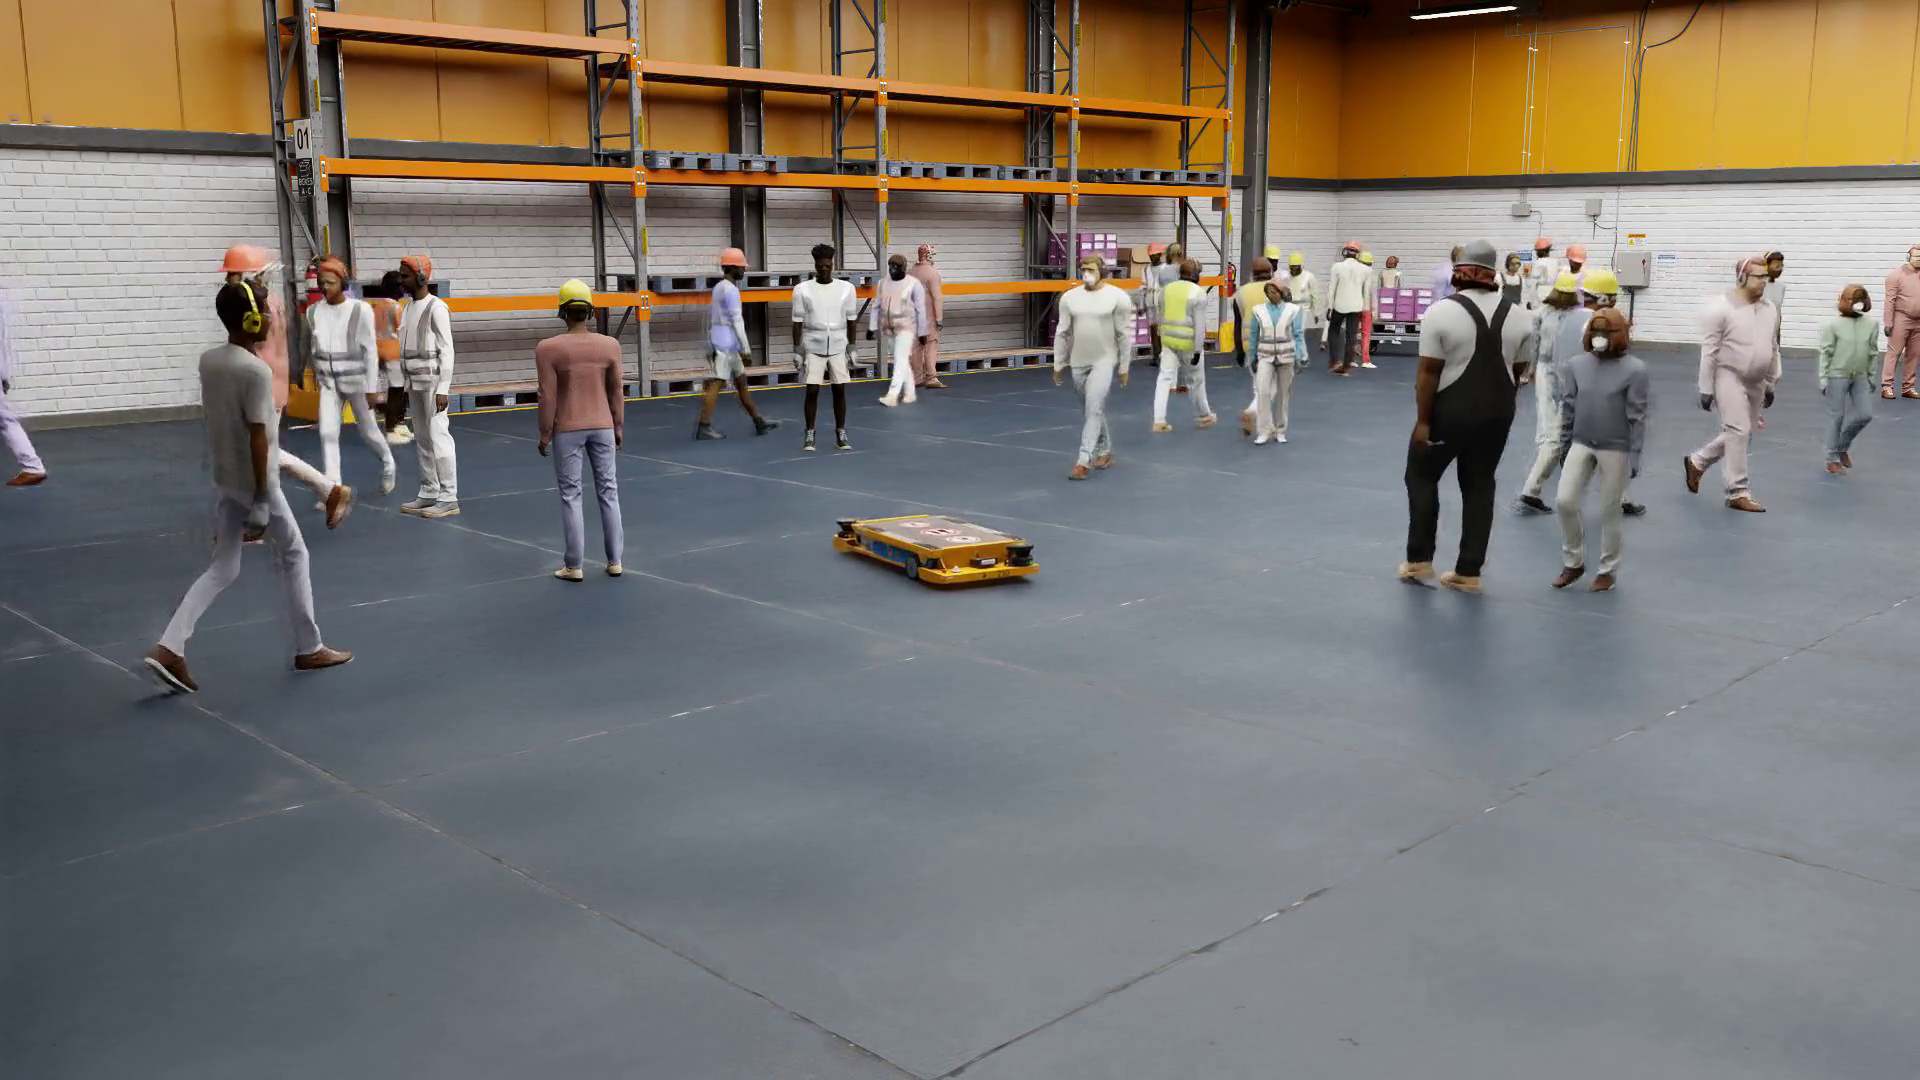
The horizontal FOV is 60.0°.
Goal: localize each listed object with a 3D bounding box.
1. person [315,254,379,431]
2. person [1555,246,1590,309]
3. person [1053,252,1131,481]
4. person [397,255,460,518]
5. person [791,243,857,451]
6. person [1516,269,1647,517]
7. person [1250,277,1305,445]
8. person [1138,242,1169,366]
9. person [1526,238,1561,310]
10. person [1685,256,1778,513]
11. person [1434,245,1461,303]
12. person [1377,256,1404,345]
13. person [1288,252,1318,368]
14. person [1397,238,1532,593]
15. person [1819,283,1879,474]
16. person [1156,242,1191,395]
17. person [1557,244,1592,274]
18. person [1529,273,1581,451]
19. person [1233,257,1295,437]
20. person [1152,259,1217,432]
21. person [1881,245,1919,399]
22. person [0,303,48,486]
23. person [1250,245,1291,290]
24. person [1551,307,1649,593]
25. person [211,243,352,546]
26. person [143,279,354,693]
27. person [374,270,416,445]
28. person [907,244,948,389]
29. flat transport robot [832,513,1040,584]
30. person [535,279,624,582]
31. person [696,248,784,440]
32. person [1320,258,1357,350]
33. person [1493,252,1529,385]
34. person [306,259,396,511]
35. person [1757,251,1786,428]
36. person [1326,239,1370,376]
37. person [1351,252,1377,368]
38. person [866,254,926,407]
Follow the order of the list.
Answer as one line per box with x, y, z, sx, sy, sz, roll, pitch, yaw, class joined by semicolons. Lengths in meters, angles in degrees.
-6.402;-2.027;17.181;0.515;1.849;0.595;-5;12;-25;person
8.191;-2.986;22.298;0.617;1.885;0.677;-8;13;-38;person
1.129;-1.488;14.082;0.648;1.894;1.024;5;12;27;person
-3.852;-1.105;11.997;0.337;1.882;0.584;-10;14;-44;person
-1.270;-1.797;15.612;0.619;1.952;0.401;-3;11;-15;person
4.471;-1.046;11.940;0.923;1.791;0.591;-1;10;-8;person
3.050;-1.715;16.039;0.539;1.603;0.738;3;11;17;person
3.025;-3.636;25.705;0.569;1.914;0.508;7;12;32;person
9.974;-4.139;28.299;0.615;1.989;1.022;-7;12;-33;person
5.781;-1.180;12.444;0.643;1.879;0.822;-4;11;-22;person
6.680;-3.006;22.367;0.631;1.893;1.022;-5;11;-24;person
7.997;-4.449;30.905;0.518;1.636;0.312;8;13;38;person
5.126;-3.468;25.199;0.594;1.772;0.955;9;14;41;person
2.855;-0.737;9.564;0.697;2.000;0.698;-3;11;-14;person
7.538;-1.359;14.102;0.519;1.617;0.345;0;10;-3;person
2.751;-2.819;21.206;0.628;1.937;0.369;-8;13;-39;person
9.853;-3.795;26.693;0.562;1.893;0.953;0;10;2;person
5.333;-1.530;14.834;0.498;1.676;0.960;4;11;20;person
2.978;-1.892;16.493;0.646;1.812;0.725;8;13;38;person
2.326;-2.011;17.241;0.609;1.784;0.997;9;13;39;person
11.760;-2.689;20.580;0.652;1.904;0.402;-1;10;-6;person
-7.922;-1.344;13.383;0.991;1.858;0.650;-3;11;-14;person
4.436;-3.288;23.926;0.600;1.883;0.983;1;10;6;person
3.597;-0.494;9.374;0.497;1.615;0.518;-10;14;-44;person
-4.508;-0.947;10.895;0.792;1.975;0.620;-3;11;-15;person
-3.254;-0.246;7.460;0.520;1.836;0.914;6;12;31;person
-5.405;-1.764;16.122;0.524;1.678;0.558;-9;14;-42;person
-0.431;-2.959;22.046;0.410;1.909;0.643;-9;13;-39;person
-0.175;0.032;10.197;0.652;0.197;1.431;-6;12;-30;flat transport robot
-2.231;-0.639;9.776;0.527;1.767;0.331;-6;12;-31;person
-2.208;-1.938;16.515;0.973;1.885;0.573;-4;11;-19;person
6.704;-4.235;29.318;0.990;1.813;0.628;-6;12;-29;person
7.508;-3.048;22.858;0.496;1.797;0.945;-2;11;-10;person
-4.570;-1.180;12.516;0.583;1.857;0.881;2;11;11;person
8.463;-2.103;17.526;0.532;1.858;0.396;-3;11;-15;person
5.569;-3.341;23.970;0.627;1.965;0.545;-1;10;-5;person
6.148;-3.506;25.410;0.329;1.769;0.526;-8;13;-39;person
-0.741;-2.498;19.851;0.626;1.799;0.949;7;12;33;person
